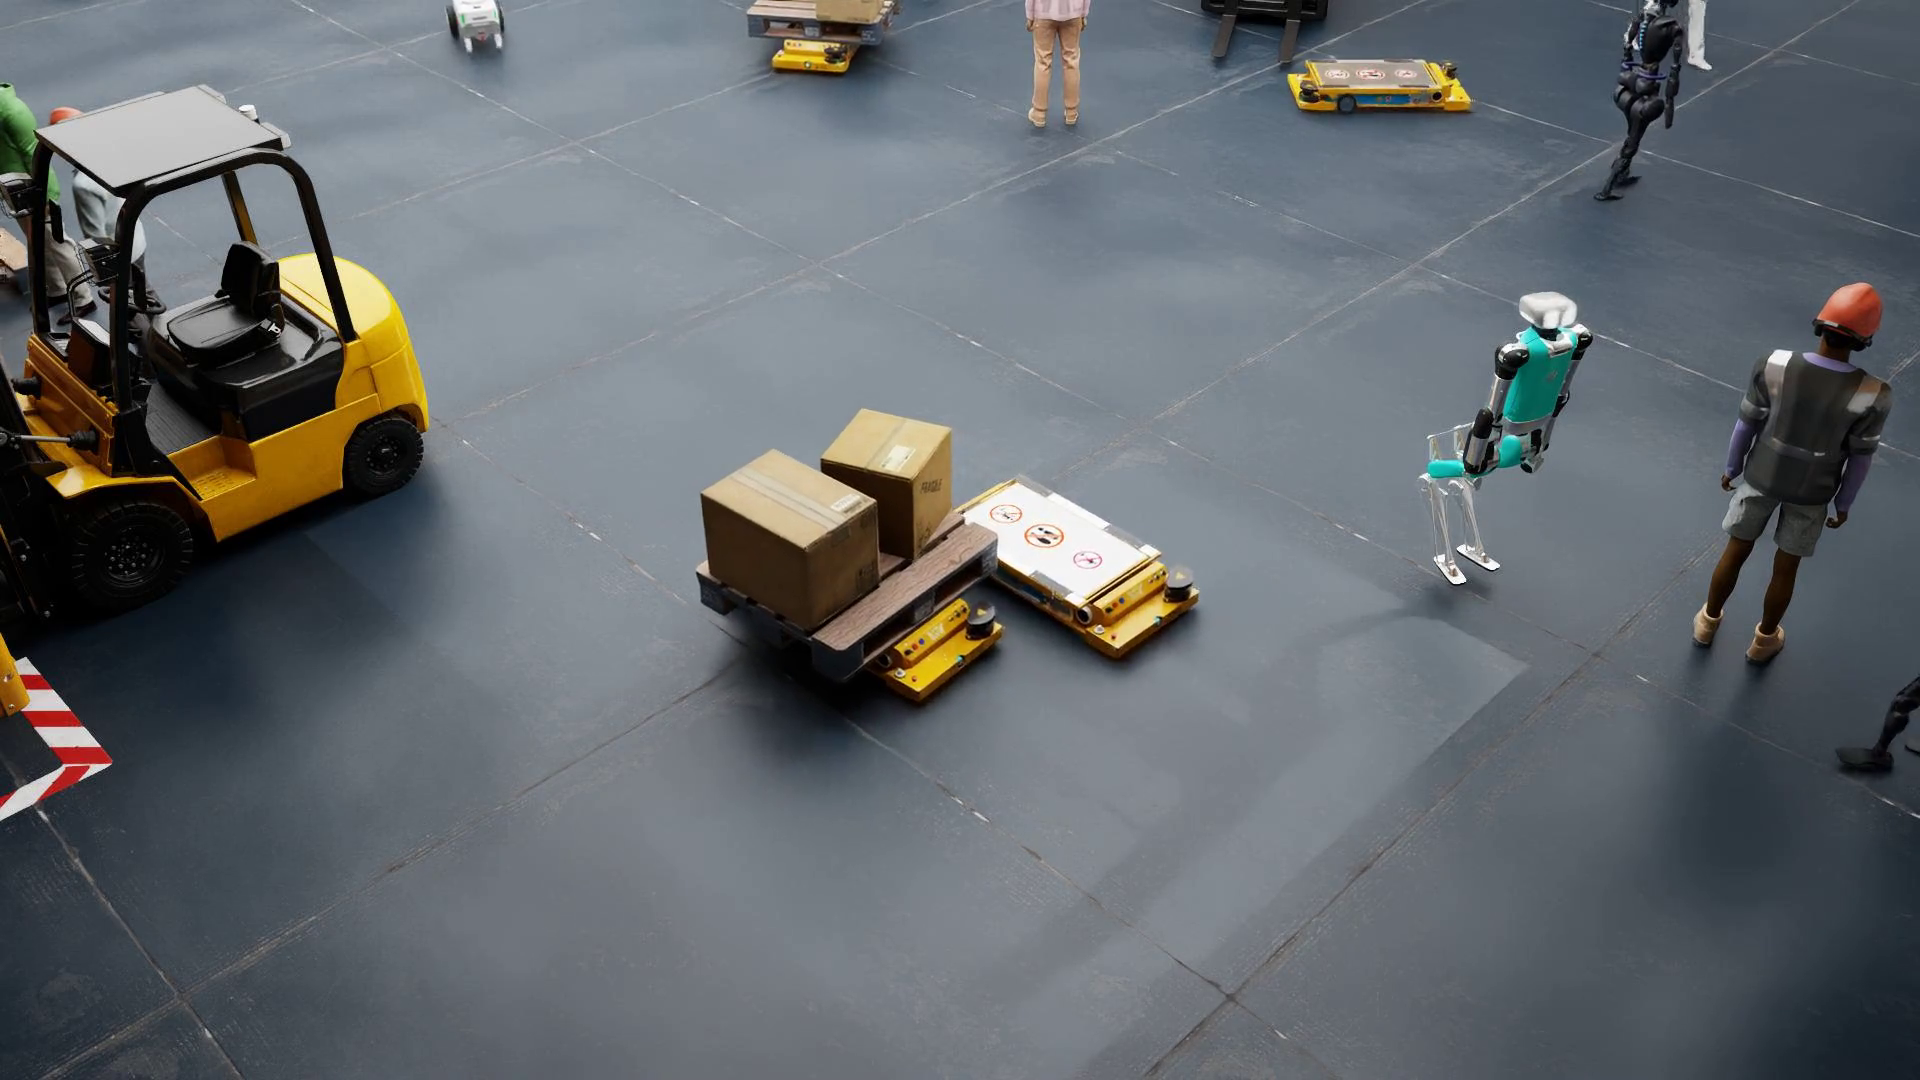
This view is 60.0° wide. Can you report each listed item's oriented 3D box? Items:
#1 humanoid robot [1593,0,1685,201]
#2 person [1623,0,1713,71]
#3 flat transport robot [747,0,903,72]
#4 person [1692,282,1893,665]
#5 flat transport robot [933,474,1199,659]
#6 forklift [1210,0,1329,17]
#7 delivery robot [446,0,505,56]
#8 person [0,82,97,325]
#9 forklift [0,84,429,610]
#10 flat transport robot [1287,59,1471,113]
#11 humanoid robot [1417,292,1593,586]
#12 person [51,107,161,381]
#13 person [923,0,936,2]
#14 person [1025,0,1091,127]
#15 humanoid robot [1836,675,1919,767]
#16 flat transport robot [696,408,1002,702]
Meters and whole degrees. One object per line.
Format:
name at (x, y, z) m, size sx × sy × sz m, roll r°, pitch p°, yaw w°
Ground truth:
humanoid robot at (5.078, -3.332, 12.287) m, size 0.557 × 1.640 × 0.602 m, roll -13°, pitch 39°, yaw -17°
person at (6.357, -4.998, 14.581) m, size 0.513 × 1.594 × 0.870 m, roll -17°, pitch 40°, yaw -22°
flat transport robot at (-1.211, -4.627, 15.191) m, size 0.659 × 0.231 × 1.431 m, roll 7°, pitch 37°, yaw 9°
person at (3.948, -0.294, 7.911) m, size 0.606 × 2.043 × 0.375 m, roll 22°, pitch 42°, yaw 27°
flat transport robot at (0.513, 0.098, 8.866) m, size 0.659 × 0.231 × 1.431 m, roll -31°, pitch 46°, yaw -34°
forklift at (3.106, -6.400, 15.960) m, size 1.214 × 2.155 × 2.313 m, roll 8°, pitch 37°, yaw 10°
delivery robot at (-4.418, -4.790, 15.186) m, size 0.499 × 0.614 × 0.818 m, roll -12°, pitch 39°, yaw -16°
person at (-6.044, -2.263, 10.762) m, size 0.537 × 1.784 × 0.384 m, roll 24°, pitch 43°, yaw 28°
forklift at (-4.145, -1.093, 8.856) m, size 2.313 × 2.155 × 1.214 m, roll -31°, pitch 47°, yaw -34°
flat transport robot at (3.564, -3.869, 14.176) m, size 1.431 × 0.231 × 0.659 m, roll 0°, pitch 37°, yaw 0°
humanoid robot at (2.660, -0.574, 8.430) m, size 0.533 × 1.674 × 0.735 m, roll -17°, pitch 40°, yaw -21°
person at (-5.183, -1.807, 10.186) m, size 0.345 × 1.740 × 0.573 m, roll -3°, pitch 37°, yaw -3°
person at (-0.329, -6.129, 15.816) m, size 0.362 × 1.932 × 0.627 m, roll -24°, pitch 43°, yaw -28°
person at (0.785, -4.196, 13.348) m, size 0.534 × 1.783 × 0.399 m, roll -5°, pitch 37°, yaw -6°
humanoid robot at (4.427, 0.357, 7.348) m, size 0.522 × 1.638 × 0.591 m, roll 11°, pitch 38°, yaw 14°
flat transport robot at (-0.544, 0.311, 8.580) m, size 1.431 × 0.231 × 0.659 m, roll 27°, pitch 44°, yaw 31°
